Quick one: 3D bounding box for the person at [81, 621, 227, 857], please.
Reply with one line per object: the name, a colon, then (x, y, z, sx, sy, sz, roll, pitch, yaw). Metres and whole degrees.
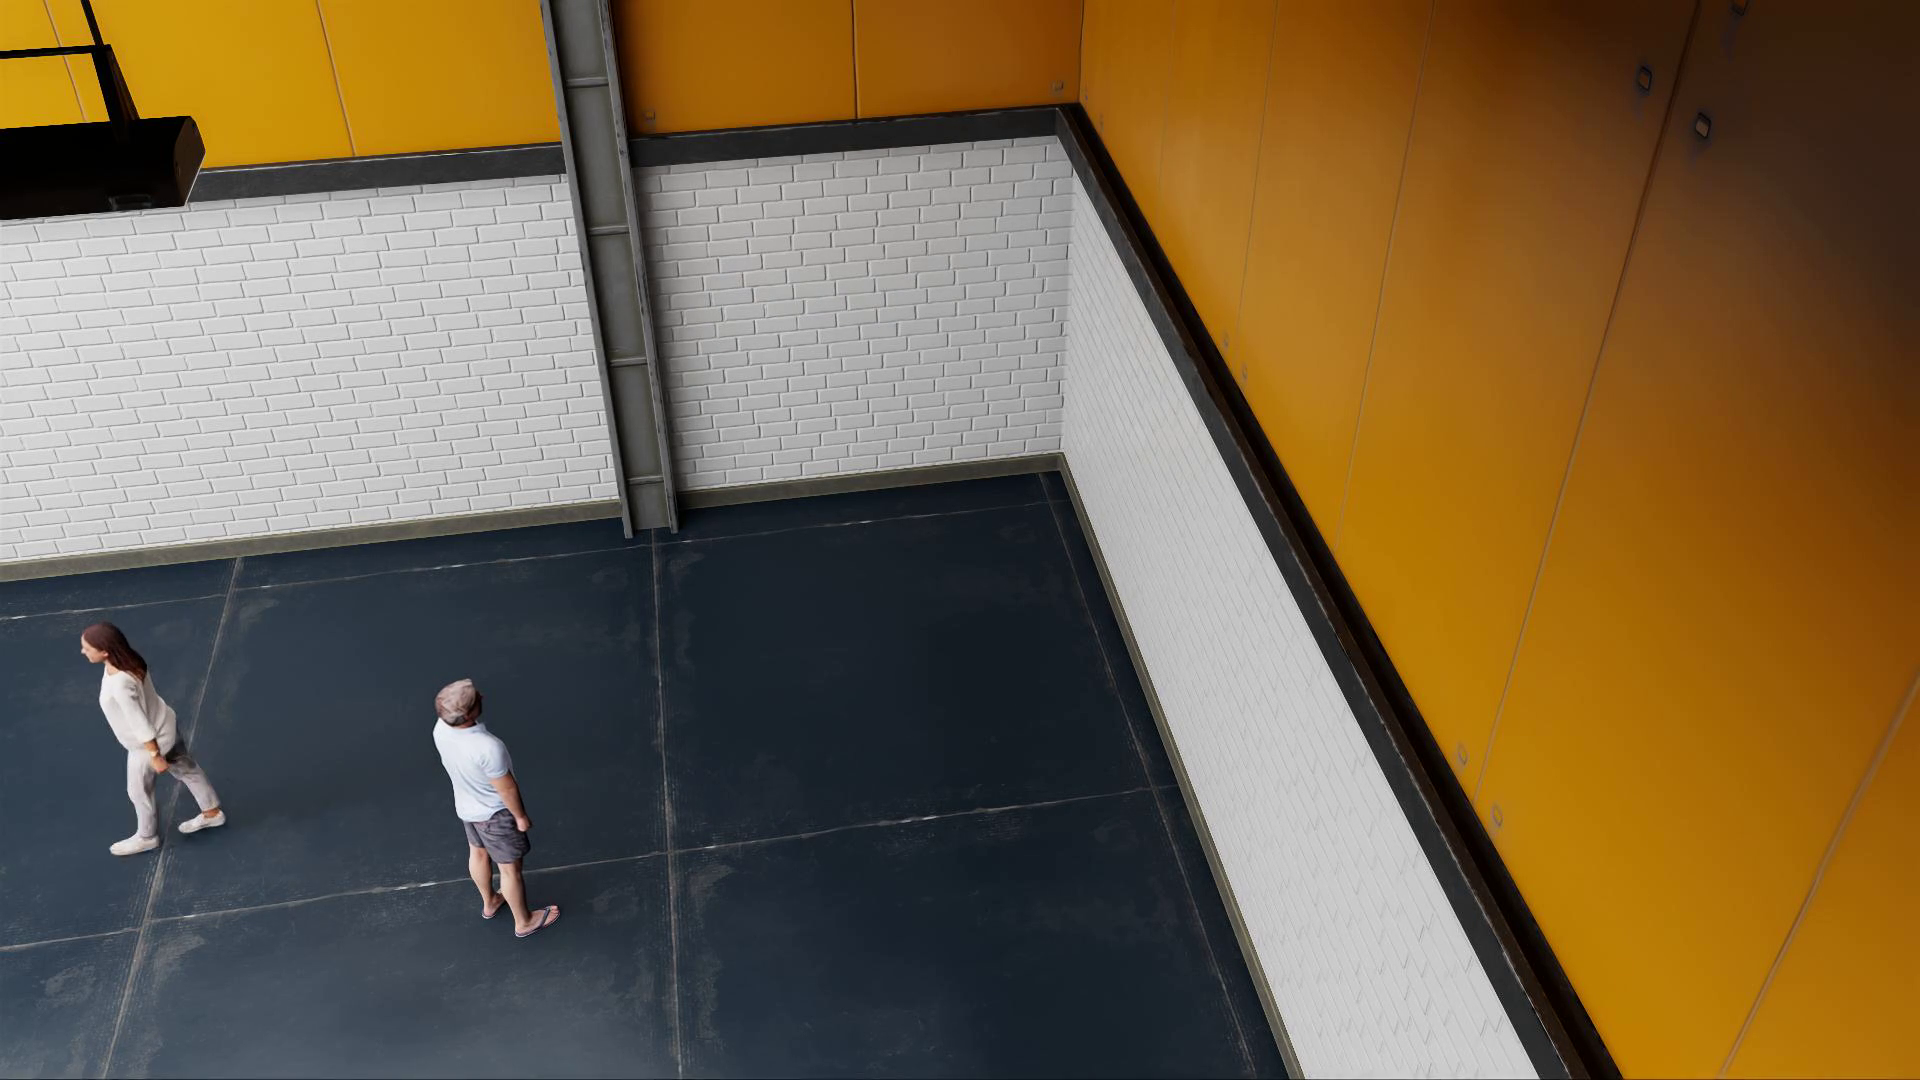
person: (-4.607, 1.104, 9.622, 0.915, 1.670, 0.724, -13, 41, -16)

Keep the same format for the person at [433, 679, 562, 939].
person: (-2.583, 1.457, 9.050, 0.725, 1.832, 0.784, 24, 44, 27)
